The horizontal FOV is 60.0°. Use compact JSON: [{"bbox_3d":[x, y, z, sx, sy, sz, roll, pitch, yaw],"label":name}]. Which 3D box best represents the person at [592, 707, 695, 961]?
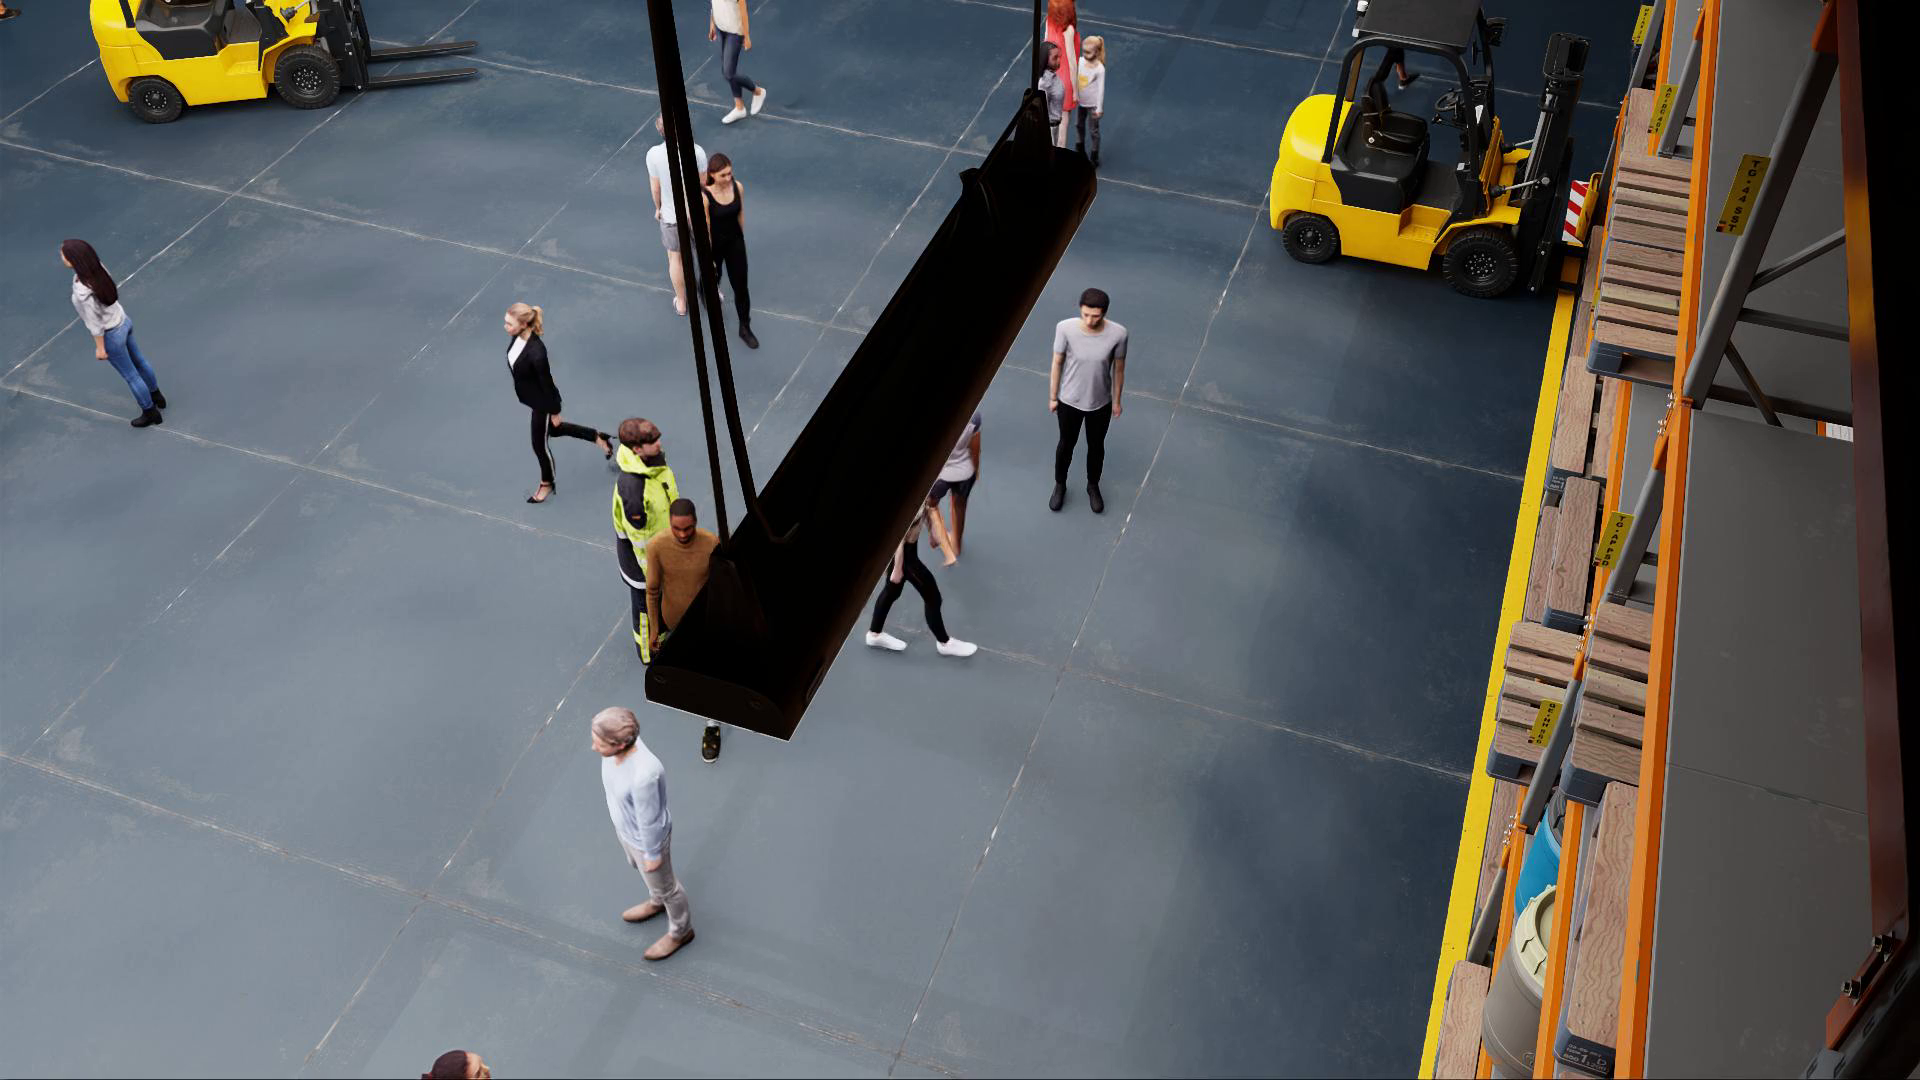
[{"bbox_3d":[-1.708,1.550,8.993,0.776,1.888,0.751,-25,49,-24],"label":"person"}]

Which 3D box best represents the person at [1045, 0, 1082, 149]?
[{"bbox_3d":[0.898,-4.137,15.006,0.698,1.828,0.657,-22,48,-21],"label":"person"}]

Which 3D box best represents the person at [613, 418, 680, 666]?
[{"bbox_3d":[-1.976,-0.011,10.566,0.890,1.979,0.696,3,44,3],"label":"person"}]

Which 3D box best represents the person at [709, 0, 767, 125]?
[{"bbox_3d":[-2.101,-4.817,15.742,0.836,1.798,0.768,-29,51,-27],"label":"person"}]

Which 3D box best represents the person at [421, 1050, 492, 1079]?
[{"bbox_3d":[-2.223,2.861,7.780,0.751,1.662,0.680,-15,46,-15],"label":"person"}]

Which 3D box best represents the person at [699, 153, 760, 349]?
[{"bbox_3d":[-1.940,-2.361,13.266,1.077,1.657,1.044,-25,49,-24],"label":"person"}]

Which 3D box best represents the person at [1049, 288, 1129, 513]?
[{"bbox_3d":[0.884,-0.999,11.687,0.722,1.862,0.650,3,44,3],"label":"person"}]

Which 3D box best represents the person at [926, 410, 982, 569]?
[{"bbox_3d":[-0.050,-0.418,11.263,0.771,1.606,0.847,-11,45,-12],"label":"person"}]

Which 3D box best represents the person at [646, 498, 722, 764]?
[{"bbox_3d":[-1.665,0.394,10.289,0.917,1.774,1.261,-1,44,-1],"label":"person"}]

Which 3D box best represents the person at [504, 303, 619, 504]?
[{"bbox_3d":[-2.887,-1.006,11.819,1.083,1.691,0.983,-22,48,-22],"label":"person"}]

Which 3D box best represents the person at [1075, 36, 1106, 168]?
[{"bbox_3d":[1.192,-4.035,15.298,0.612,1.277,0.576,-32,52,-29],"label":"person"}]

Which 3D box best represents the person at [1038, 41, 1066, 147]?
[{"bbox_3d":[0.735,-3.518,14.432,0.659,1.724,0.467,12,45,12],"label":"person"}]

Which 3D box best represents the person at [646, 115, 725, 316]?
[{"bbox_3d":[-2.229,-2.635,13.426,0.736,1.832,0.714,-3,44,-4],"label":"person"}]

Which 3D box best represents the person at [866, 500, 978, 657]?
[{"bbox_3d":[-0.445,0.064,10.674,0.822,1.719,0.985,6,44,6],"label":"person"}]

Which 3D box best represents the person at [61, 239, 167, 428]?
[{"bbox_3d":[-6.326,-1.563,12.445,0.734,1.633,0.597,-4,44,-4],"label":"person"}]
